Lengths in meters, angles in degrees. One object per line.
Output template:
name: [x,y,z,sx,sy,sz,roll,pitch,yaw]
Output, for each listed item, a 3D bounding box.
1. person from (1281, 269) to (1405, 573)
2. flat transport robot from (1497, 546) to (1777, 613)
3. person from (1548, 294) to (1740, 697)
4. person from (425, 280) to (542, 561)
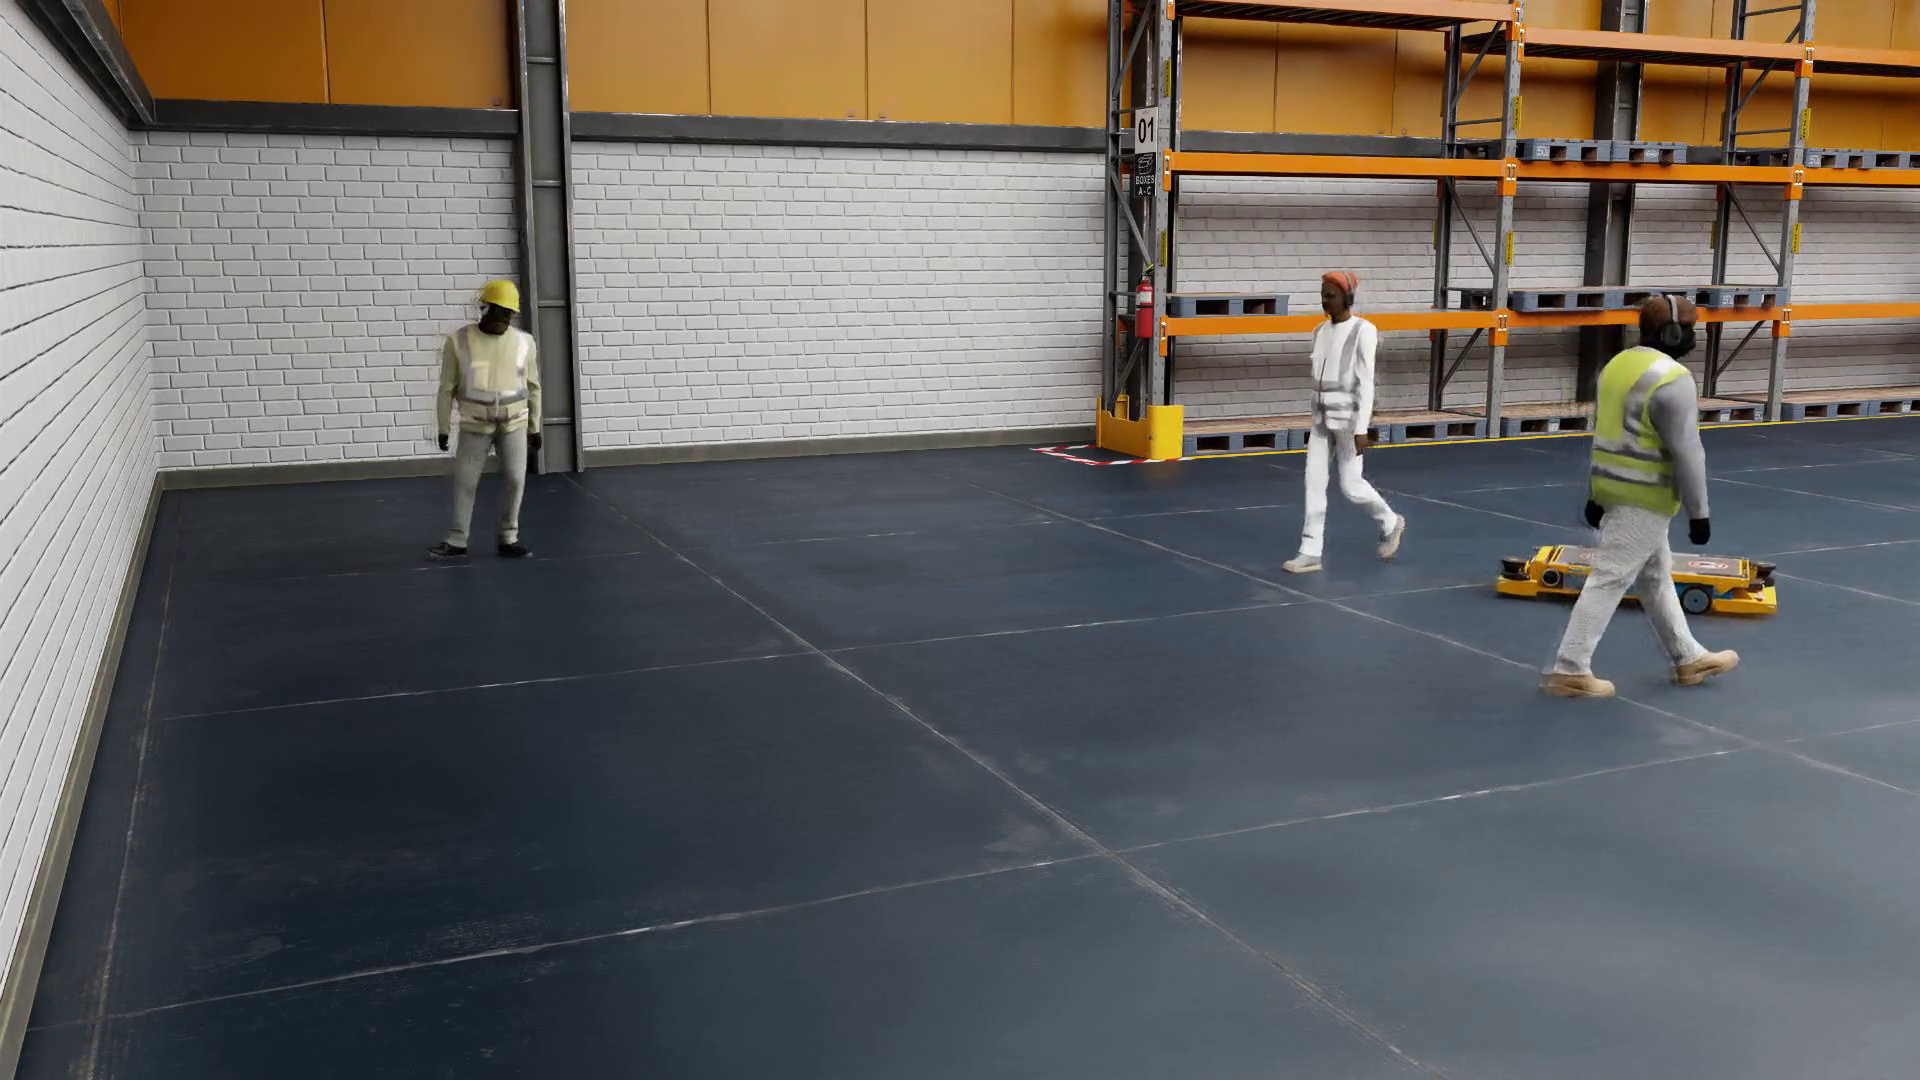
person: [2.386,-0.729,10.236,0.816,1.863,0.585,-5,11,-27]
flat transport robot: [3.842,0.206,9.443,1.431,0.197,0.652,5,11,24]
person: [3.086,-0.182,7.379,0.967,1.786,0.648,0,10,-2]
person: [-3.020,-0.737,10.511,0.746,1.792,0.449,-4,11,-22]
